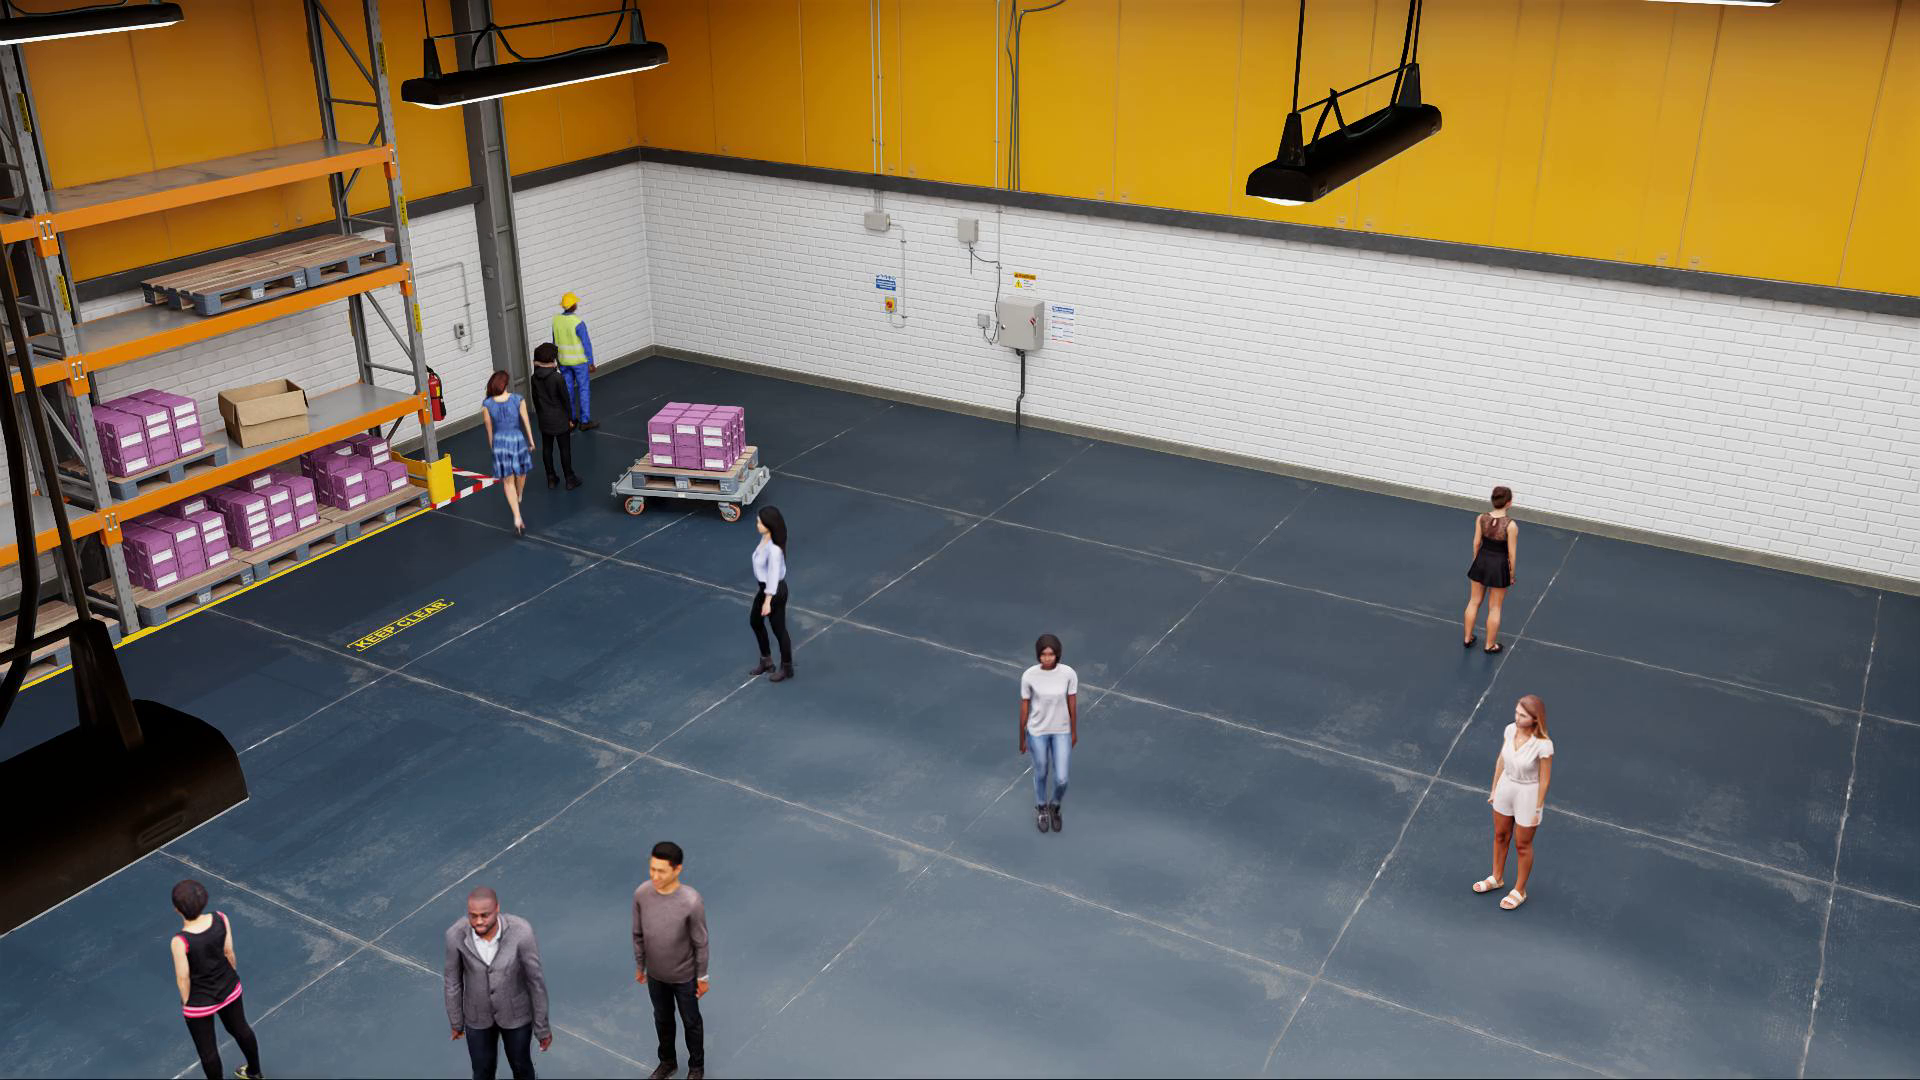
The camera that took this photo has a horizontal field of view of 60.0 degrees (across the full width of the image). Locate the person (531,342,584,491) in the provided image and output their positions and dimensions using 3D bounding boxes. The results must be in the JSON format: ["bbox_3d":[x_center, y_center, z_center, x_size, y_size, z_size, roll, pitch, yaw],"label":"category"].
[{"bbox_3d":[-4.752,-1.446,19.451,0.683,1.781,0.688,6,24,14],"label":"person"}]

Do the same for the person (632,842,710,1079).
[{"bbox_3d":[-1.746,2.610,10.189,0.592,1.768,0.676,13,27,27],"label":"person"}]

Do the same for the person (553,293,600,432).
[{"bbox_3d":[-4.972,-2.301,21.371,0.737,1.810,0.666,5,24,12],"label":"person"}]

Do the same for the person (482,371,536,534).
[{"bbox_3d":[-4.944,-0.918,18.304,1.209,1.733,1.213,-8,25,-17],"label":"person"}]

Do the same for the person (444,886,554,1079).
[{"bbox_3d":[-2.709,2.758,9.795,0.891,1.812,0.923,-4,24,-9],"label":"person"}]

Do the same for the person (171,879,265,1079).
[{"bbox_3d":[-4.561,2.749,10.145,0.595,1.548,0.443,13,27,27],"label":"person"}]

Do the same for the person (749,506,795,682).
[{"bbox_3d":[-1.612,0.493,15.072,0.848,1.736,0.791,-6,24,-14],"label":"person"}]

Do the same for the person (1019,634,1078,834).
[{"bbox_3d":[0.686,1.468,12.876,0.733,1.709,0.780,0,24,0],"label":"person"}]

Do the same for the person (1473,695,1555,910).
[{"bbox_3d":[4.035,1.864,11.987,0.673,1.695,0.654,-15,28,-30],"label":"person"}]

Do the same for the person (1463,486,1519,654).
[{"bbox_3d":[5.001,0.267,15.664,0.636,1.676,0.631,21,31,39],"label":"person"}]
